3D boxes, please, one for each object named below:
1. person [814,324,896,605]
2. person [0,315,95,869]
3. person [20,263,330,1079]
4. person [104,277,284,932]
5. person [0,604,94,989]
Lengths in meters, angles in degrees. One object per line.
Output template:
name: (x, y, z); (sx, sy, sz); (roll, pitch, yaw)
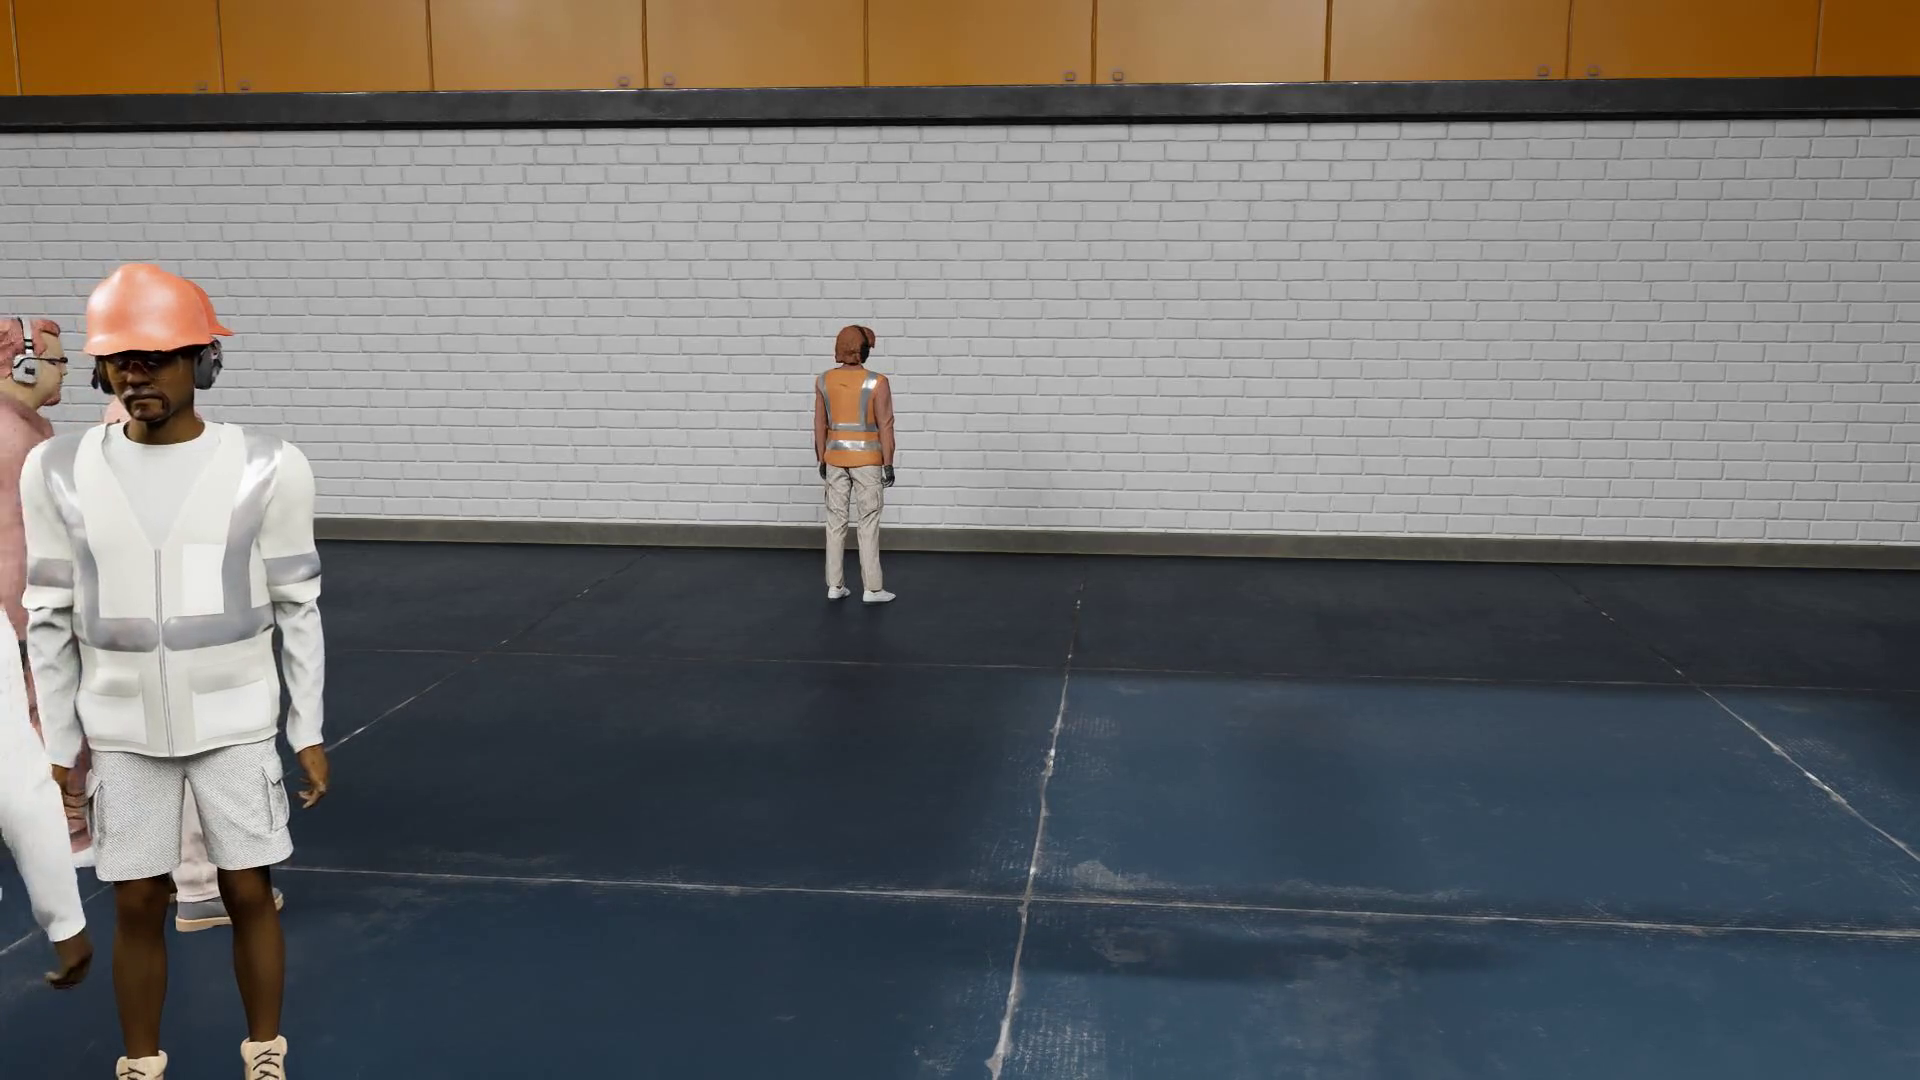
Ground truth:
person: (-0.617, -0.438, 9.769); (0.524, 1.639, 0.306); (5, 11, 26)
person: (-3.185, 0.210, 5.412); (0.817, 1.874, 0.668); (-7, 12, -37)
person: (-1.735, 0.416, 3.720); (0.606, 2.045, 0.389); (-3, 10, -15)
person: (-2.394, 0.194, 5.134); (0.621, 1.992, 0.397); (10, 14, 44)
person: (-1.872, 0.665, 2.913); (0.593, 1.839, 0.947); (1, 10, 5)
